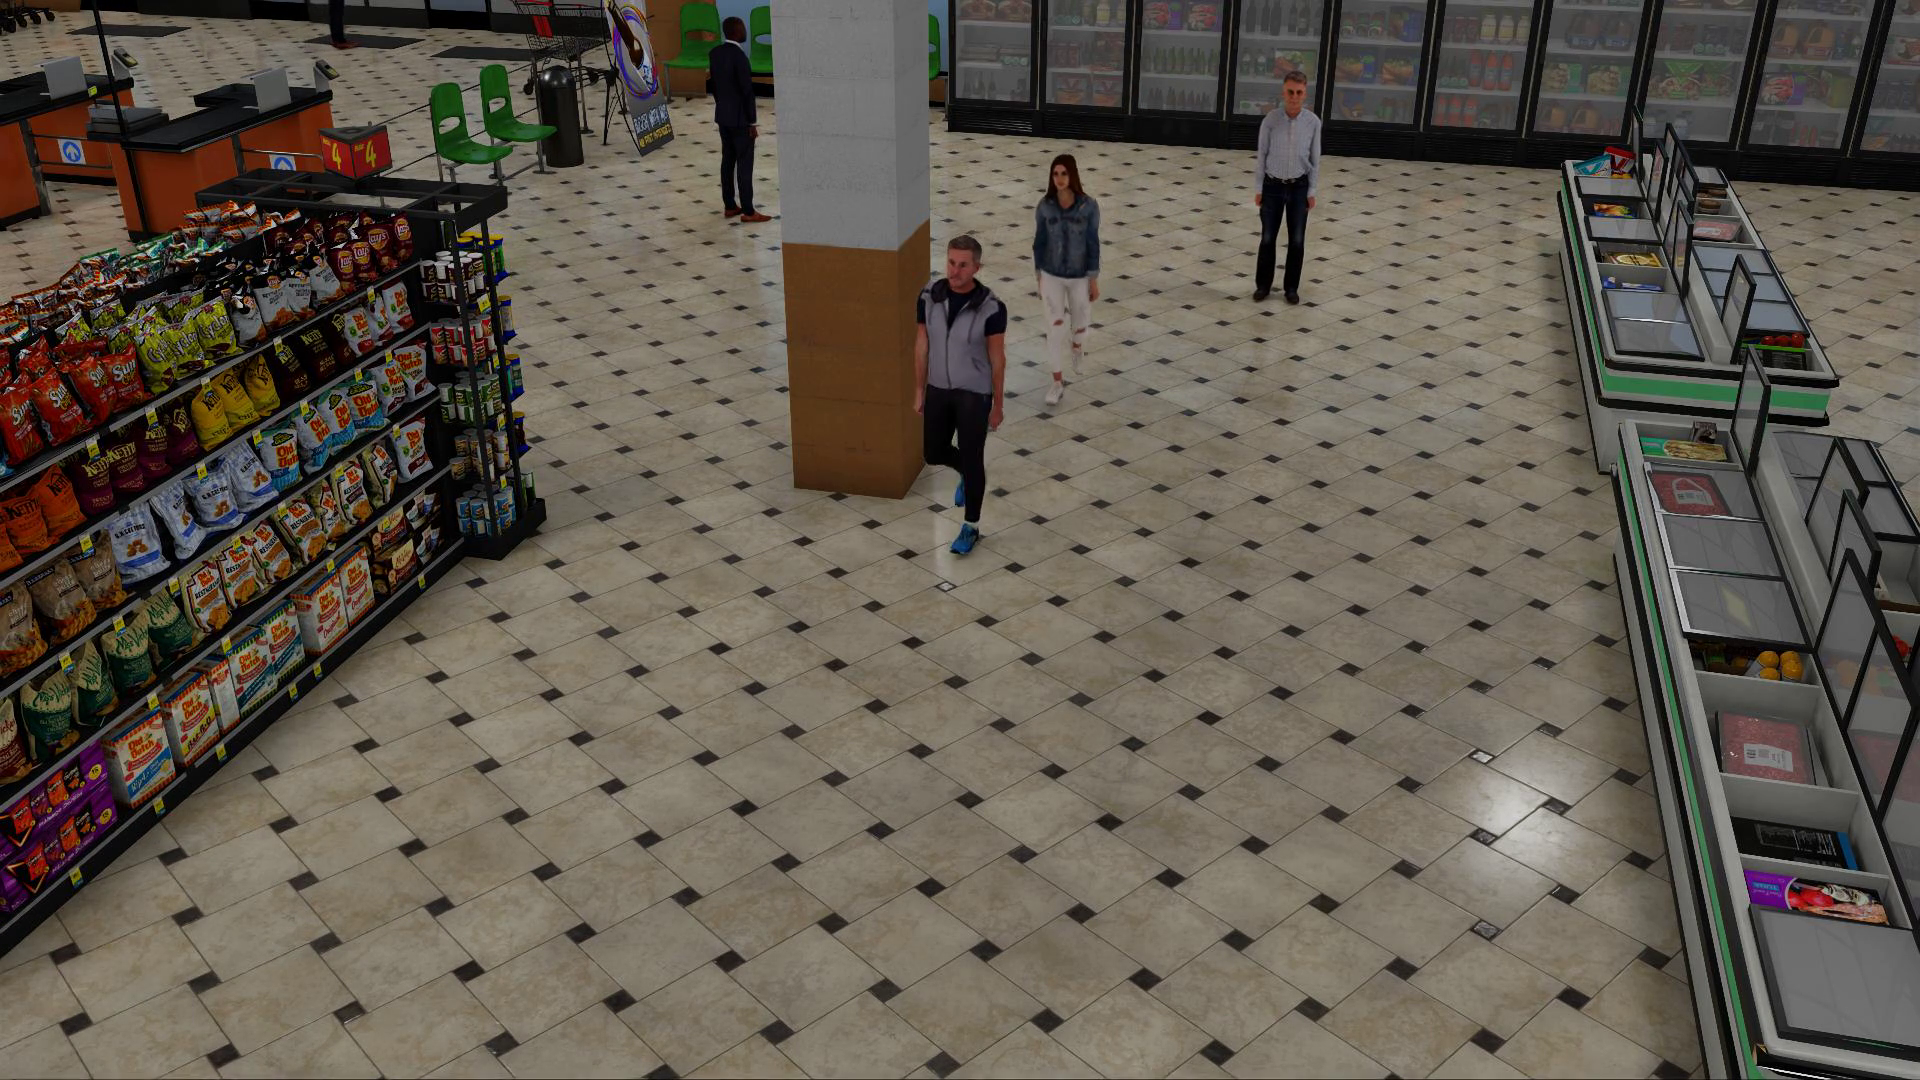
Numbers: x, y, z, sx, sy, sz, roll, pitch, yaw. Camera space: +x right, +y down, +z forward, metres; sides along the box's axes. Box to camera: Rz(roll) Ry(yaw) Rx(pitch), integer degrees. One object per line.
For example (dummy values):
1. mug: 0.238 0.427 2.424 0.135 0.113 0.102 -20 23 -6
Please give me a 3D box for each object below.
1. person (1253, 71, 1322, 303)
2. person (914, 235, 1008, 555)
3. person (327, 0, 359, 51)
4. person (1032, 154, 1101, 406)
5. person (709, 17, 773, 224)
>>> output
1. person: 2.558 -2.773 13.054 0.660 1.818 0.582 4 27 9
2. person: 0.040 -0.834 9.241 0.791 1.809 0.936 12 29 23
3. person: -8.562 -7.596 22.667 0.732 1.726 0.712 -20 33 -34
4. person: 0.729 -1.770 11.229 0.666 1.680 0.910 5 27 9
5. person: -2.033 -3.819 15.110 0.795 1.824 0.786 -22 34 -36
